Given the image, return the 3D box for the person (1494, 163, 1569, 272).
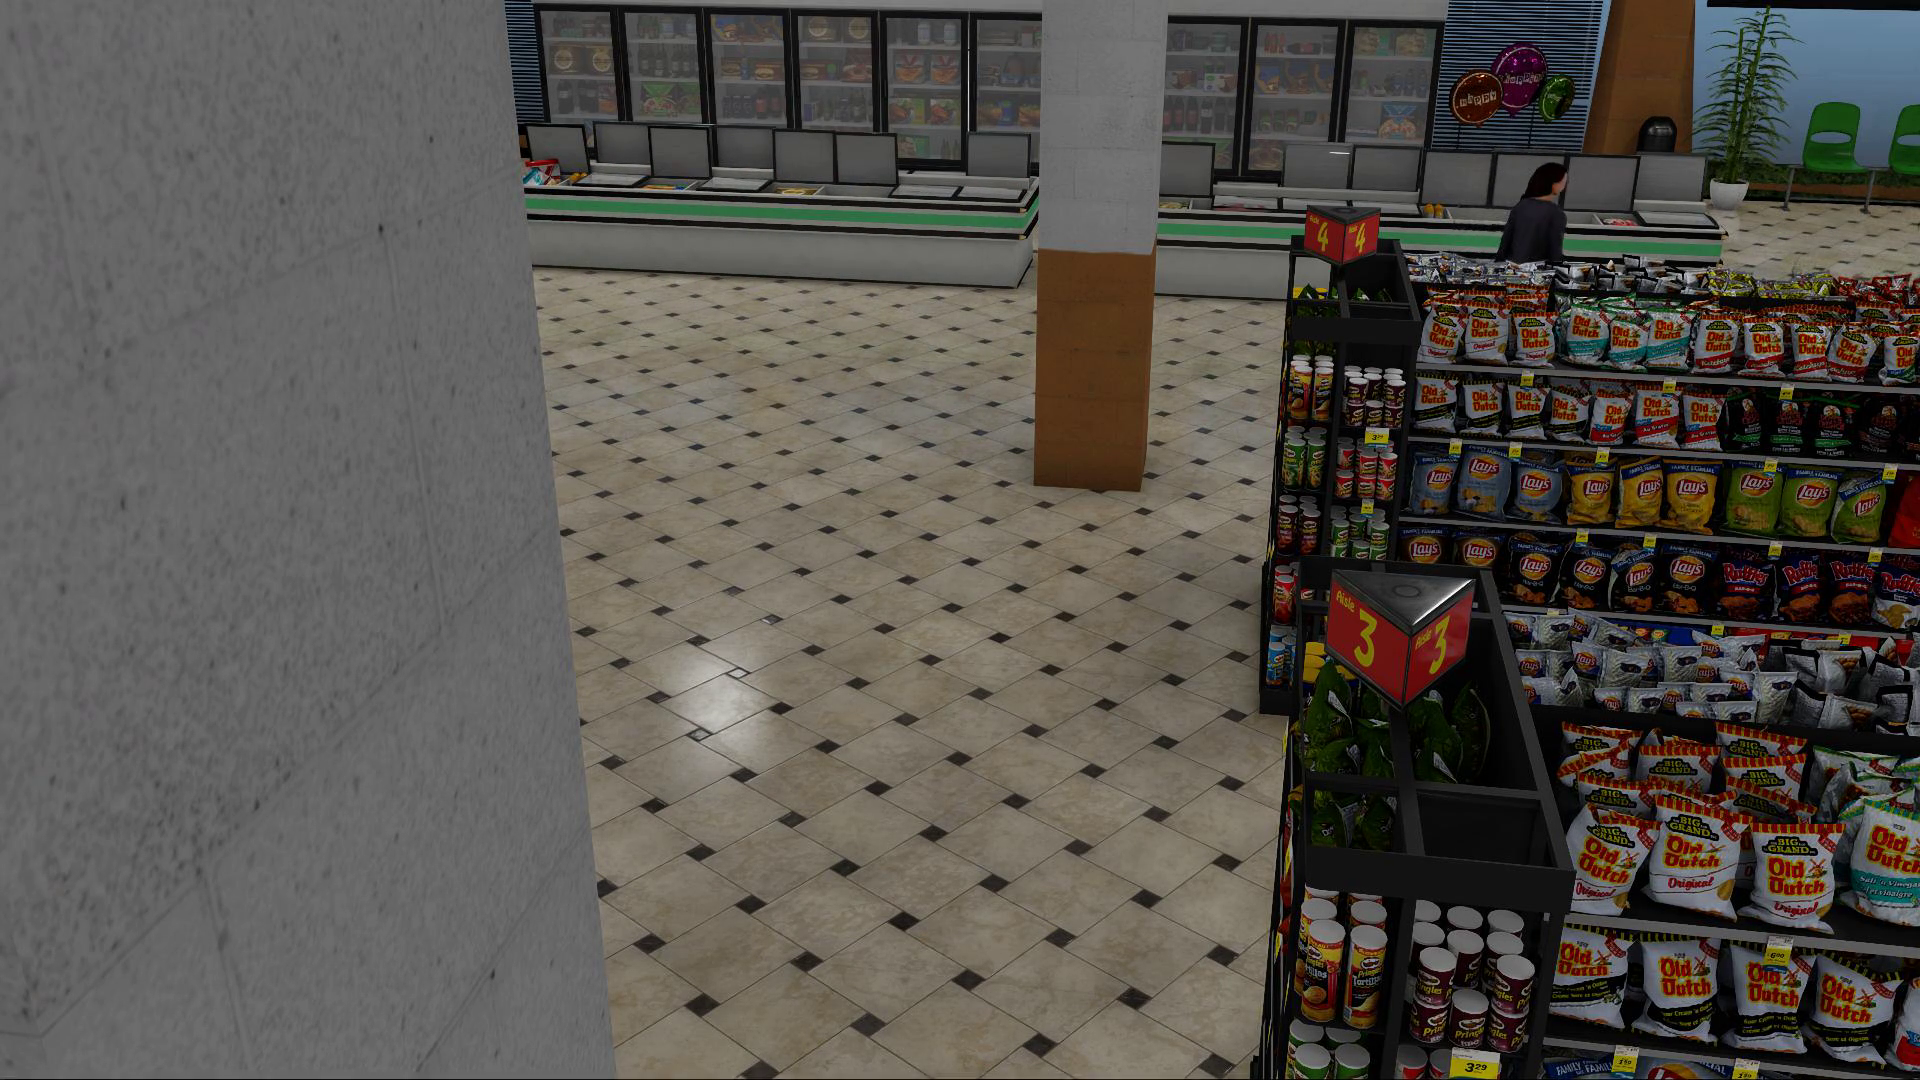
[{"bbox_3d":[4.006,-1.833,12.045,1.026,1.729,0.954,-18,29,-35],"label":"person"}]
